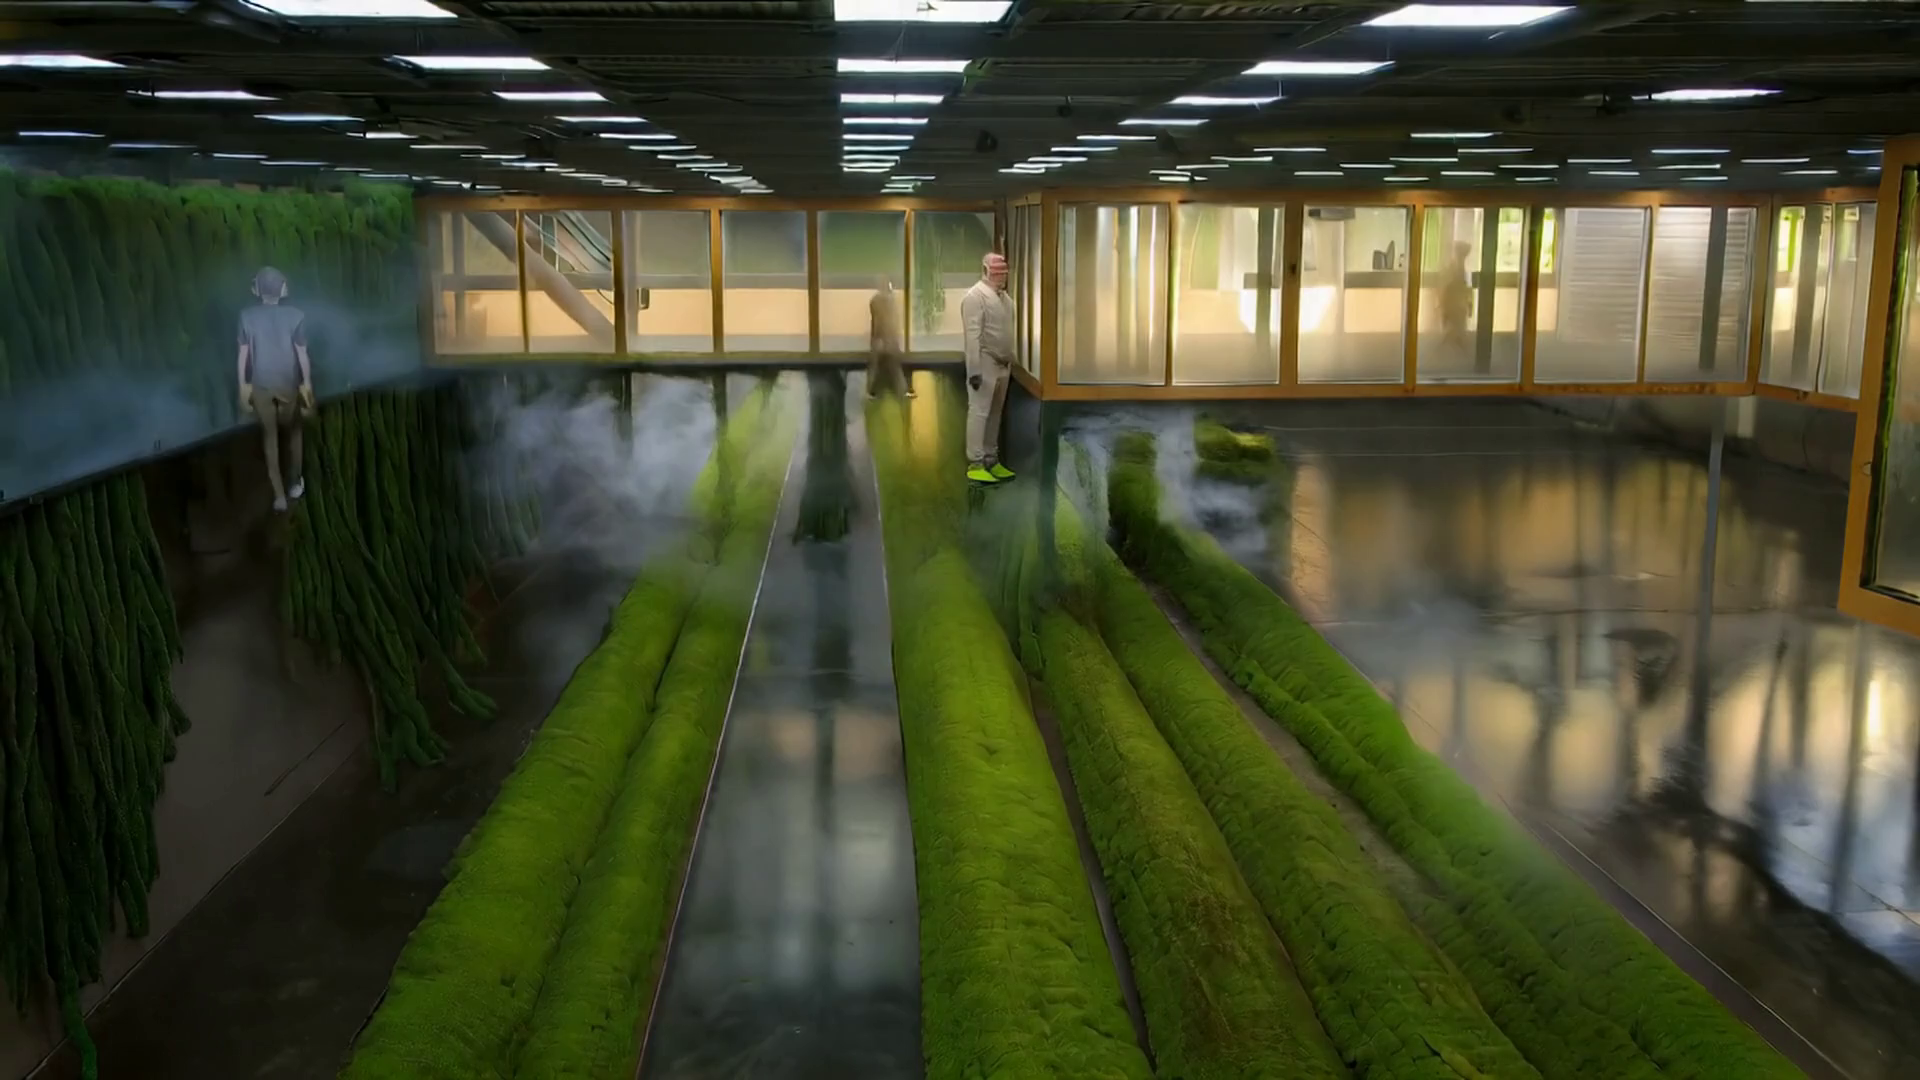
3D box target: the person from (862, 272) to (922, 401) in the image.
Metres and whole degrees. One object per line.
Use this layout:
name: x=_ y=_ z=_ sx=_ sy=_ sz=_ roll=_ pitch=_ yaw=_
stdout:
person: x=-0.895 y=-2.497 z=20.495 sx=0.854 sy=1.582 sz=0.527 roll=7 pitch=13 yaw=34

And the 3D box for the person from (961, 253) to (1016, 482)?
person: x=0.273 y=-1.450 z=14.019 sx=0.402 sy=1.904 sz=0.639 roll=6 pitch=12 yaw=29

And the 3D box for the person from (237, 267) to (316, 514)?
person: x=-5.186 y=-1.148 z=12.616 sx=0.551 sy=1.817 sz=0.961 roll=-3 pitch=11 yaw=-17
